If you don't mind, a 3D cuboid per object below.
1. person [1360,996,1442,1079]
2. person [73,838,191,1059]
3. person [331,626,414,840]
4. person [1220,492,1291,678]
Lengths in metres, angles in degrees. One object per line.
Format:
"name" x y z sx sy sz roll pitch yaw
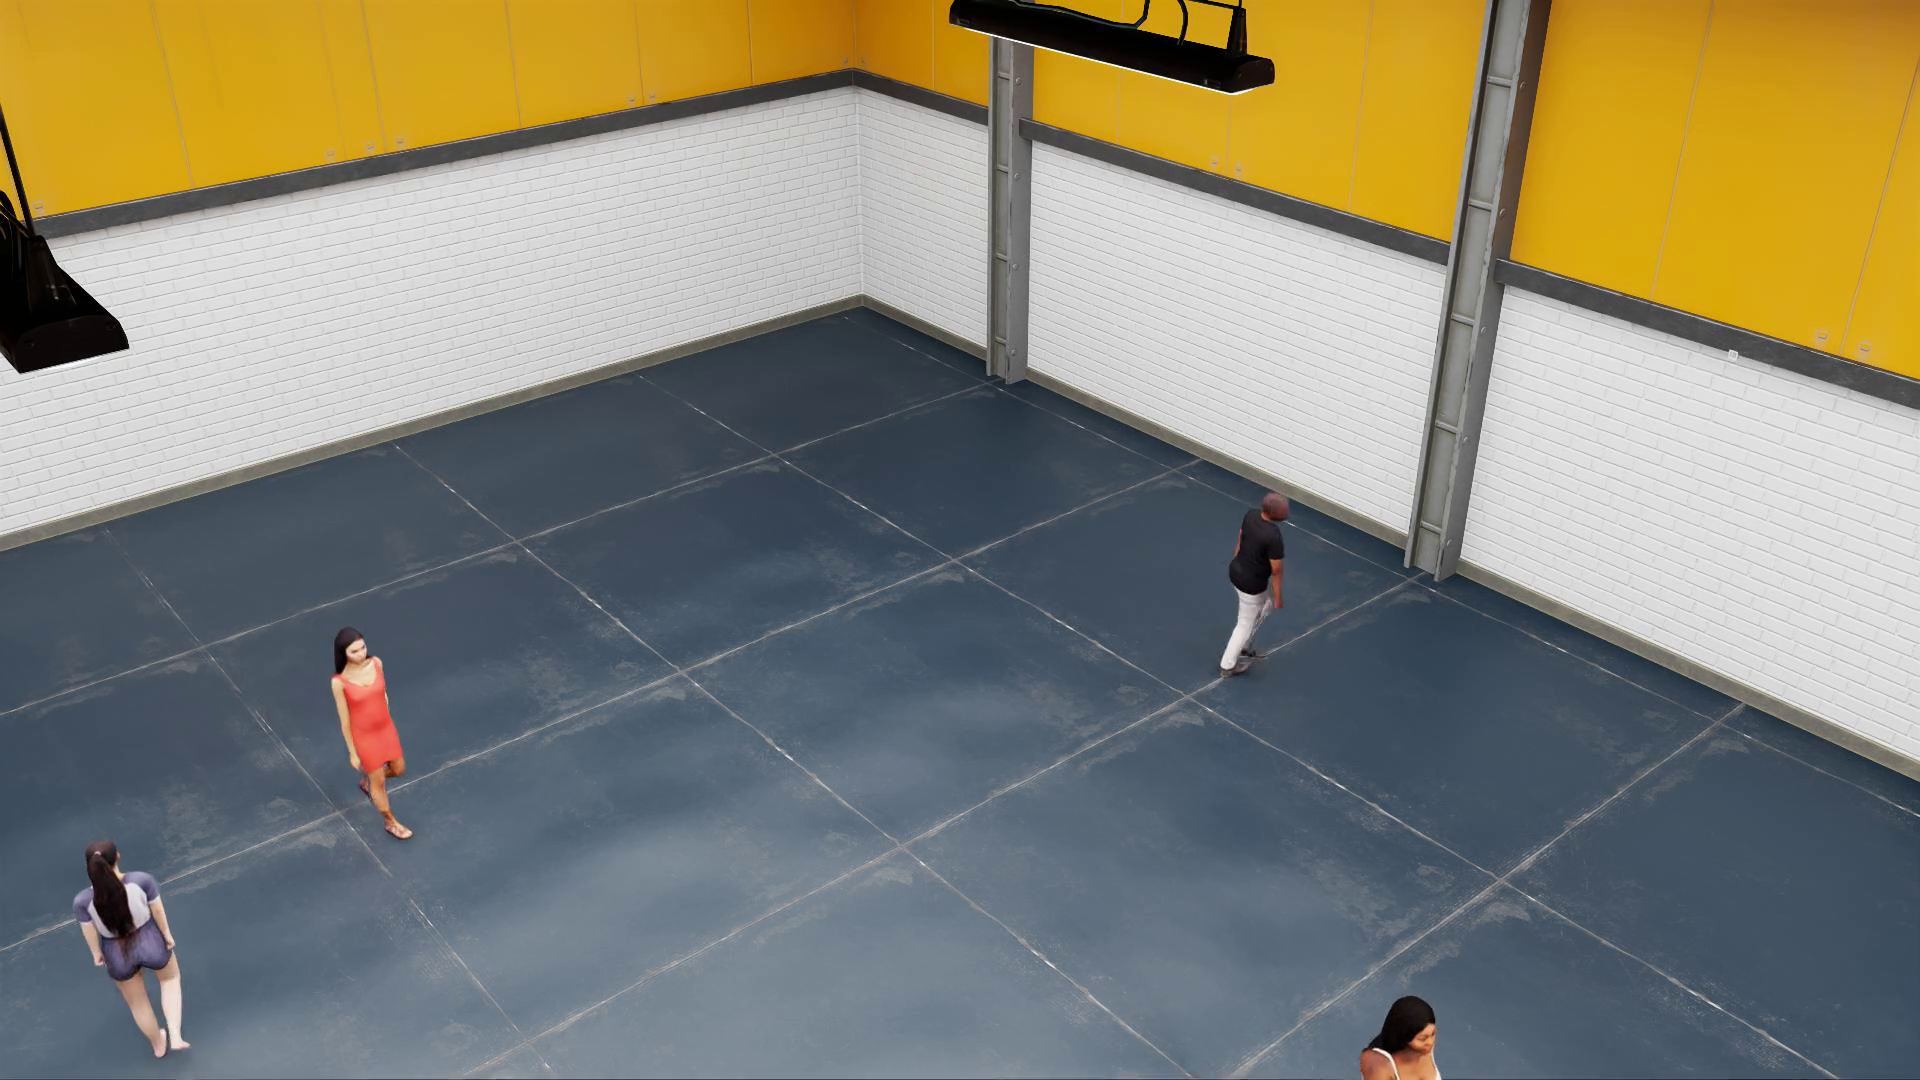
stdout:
"person" 2.147 3.028 8.660 0.767 1.774 1.124 -15 32 -25
"person" -4.854 2.470 9.819 0.657 1.643 0.684 -14 32 -25
"person" -4.228 1.360 11.789 0.863 1.706 0.715 18 33 29
"person" 2.341 0.358 13.560 0.944 1.769 0.826 -15 32 -25
